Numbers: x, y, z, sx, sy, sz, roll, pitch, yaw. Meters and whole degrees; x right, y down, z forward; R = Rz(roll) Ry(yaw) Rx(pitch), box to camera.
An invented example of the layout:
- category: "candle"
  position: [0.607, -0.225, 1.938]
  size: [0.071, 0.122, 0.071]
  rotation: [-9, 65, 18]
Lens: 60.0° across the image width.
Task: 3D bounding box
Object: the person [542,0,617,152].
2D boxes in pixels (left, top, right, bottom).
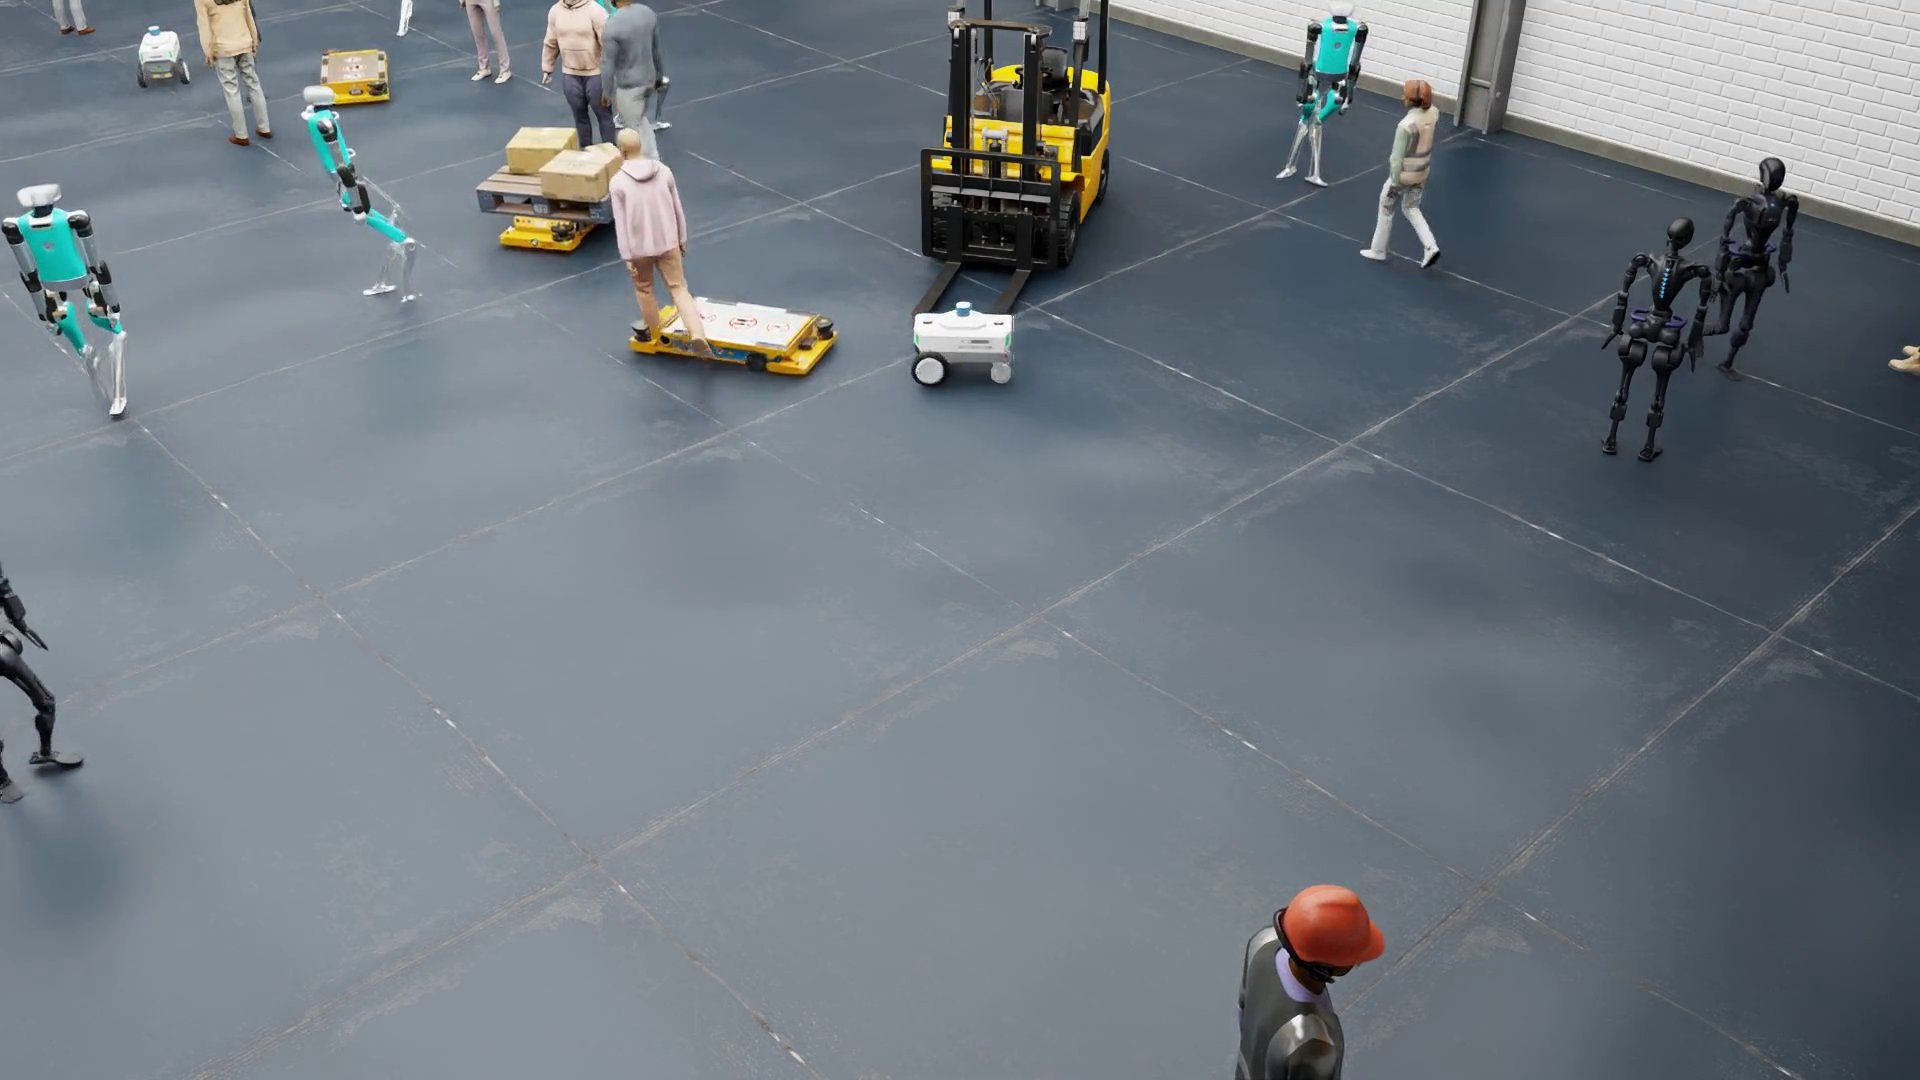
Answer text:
- category: "person"
  position: [-3.478, -4.358, 15.420]
  size: [0.818, 1.854, 0.431]
  rotation: [6, 34, 9]

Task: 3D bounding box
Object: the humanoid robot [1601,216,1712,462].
- category: "humanoid robot"
  position: [4.541, -1.327, 10.908]
  size: [0.599, 1.657, 0.315]
  rotation: [17, 37, 25]

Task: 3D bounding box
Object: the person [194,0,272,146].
- category: "person"
  position: [-7.001, -4.745, 16.006]
  size: [0.394, 1.868, 0.562]
  rotation: [23, 40, 31]

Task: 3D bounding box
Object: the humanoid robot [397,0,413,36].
- category: "humanoid robot"
  position: [-6.582, -6.868, 19.434]
  size: [0.531, 1.775, 1.015]
  rotation: [-1, 33, -1]

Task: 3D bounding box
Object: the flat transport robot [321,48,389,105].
- category: "flat transport robot"
  position: [-6.480, -4.976, 17.821]
  size: [0.659, 0.231, 1.431]
  rotation: [-9, 34, -14]

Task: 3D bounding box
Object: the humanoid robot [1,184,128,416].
- category: "humanoid robot"
  position: [-5.988, -1.602, 11.395]
  size: [0.538, 1.902, 0.753]
  rotation: [-7, 34, -11]

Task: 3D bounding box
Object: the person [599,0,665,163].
- category: "person"
  position: [-2.927, -4.086, 14.942]
  size: [0.444, 1.915, 0.669]
  rotation: [18, 37, 25]

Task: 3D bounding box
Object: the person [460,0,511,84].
- category: "person"
  position: [-5.093, -5.730, 17.615]
  size: [0.527, 1.760, 0.338]
  rotation: [12, 35, 17]

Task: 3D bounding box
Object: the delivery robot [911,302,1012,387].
- category: "delivery robot"
  position: [0.010, -1.443, 12.132]
  size: [0.801, 0.598, 0.499]
  rotation: [1, 33, 2]

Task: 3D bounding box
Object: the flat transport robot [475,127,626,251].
- category: "flat transport robot"
  position: [-3.451, -2.924, 14.668]
  size: [0.659, 0.231, 1.431]
  rotation: [7, 34, 11]

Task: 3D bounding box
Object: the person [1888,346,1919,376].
- category: "person"
  position: [7.094, -2.005, 11.943]
  size: [0.539, 1.695, 0.318]
  rotation: [-28, 42, -36]

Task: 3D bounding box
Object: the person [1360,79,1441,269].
- category: "person"
  position: [3.644, -2.958, 13.489]
  size: [0.525, 1.599, 0.671]
  rotation: [-22, 39, -30]

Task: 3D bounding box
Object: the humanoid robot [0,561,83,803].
- category: "humanoid robot"
  position: [-4.746, 0.539, 8.054]
  size: [0.315, 1.652, 0.609]
  rotation: [8, 34, 12]

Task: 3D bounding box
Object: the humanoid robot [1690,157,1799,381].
- category: "humanoid robot"
  position: [5.632, -1.969, 11.917]
  size: [0.591, 1.645, 0.478]
  rotation: [-5, 33, -8]

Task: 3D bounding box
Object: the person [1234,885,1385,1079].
- category: "person"
  position: [1.114, 1.923, 5.594]
  size: [0.391, 2.041, 0.612]
  rotation: [-4, 33, -7]

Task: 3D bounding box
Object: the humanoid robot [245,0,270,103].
- category: "humanoid robot"
  position: [-7.488, -5.328, 17.065]
  size: [0.584, 1.648, 0.367]
  rotation: [9, 34, 14]

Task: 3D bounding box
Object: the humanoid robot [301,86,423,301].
- category: "humanoid robot"
  position: [-4.572, -2.693, 12.995]
  size: [0.797, 1.806, 0.530]
  rotation: [-20, 38, -27]

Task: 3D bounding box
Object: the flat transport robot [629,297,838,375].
- category: "flat transport robot"
  position: [-1.708, -1.551, 12.557]
  size: [1.431, 0.231, 0.659]
  rotation: [10, 34, 15]

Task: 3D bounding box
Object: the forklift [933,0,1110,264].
- category: "forklift"
  position: [0.570, -3.725, 14.138]
  size: [1.214, 2.155, 2.313]
  rotation: [9, 34, 13]

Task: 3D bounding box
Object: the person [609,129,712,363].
- category: "person"
  position: [-2.191, -2.079, 12.029]
  size: [0.537, 1.742, 0.797]
  rotation: [-16, 36, -23]

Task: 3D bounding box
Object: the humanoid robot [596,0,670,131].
- category: "humanoid robot"
  position: [-3.153, -4.850, 16.314]
  size: [0.885, 1.790, 0.577]
  rotation: [-7, 34, -11]

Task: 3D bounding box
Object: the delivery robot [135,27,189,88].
- category: "delivery robot"
  position: [-8.616, -5.207, 17.925]
  size: [0.499, 0.608, 0.790]
  rotation: [-10, 34, -15]

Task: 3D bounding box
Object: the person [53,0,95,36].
- category: "person"
  position: [-10.362, -6.637, 19.112]
  size: [0.478, 1.640, 0.339]
  rotation: [2, 33, 3]

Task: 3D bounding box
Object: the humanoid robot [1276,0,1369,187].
- category: "humanoid robot"
  position: [3.267, -4.088, 15.107]
  size: [0.597, 1.771, 0.868]
  rotation: [1, 33, 1]
